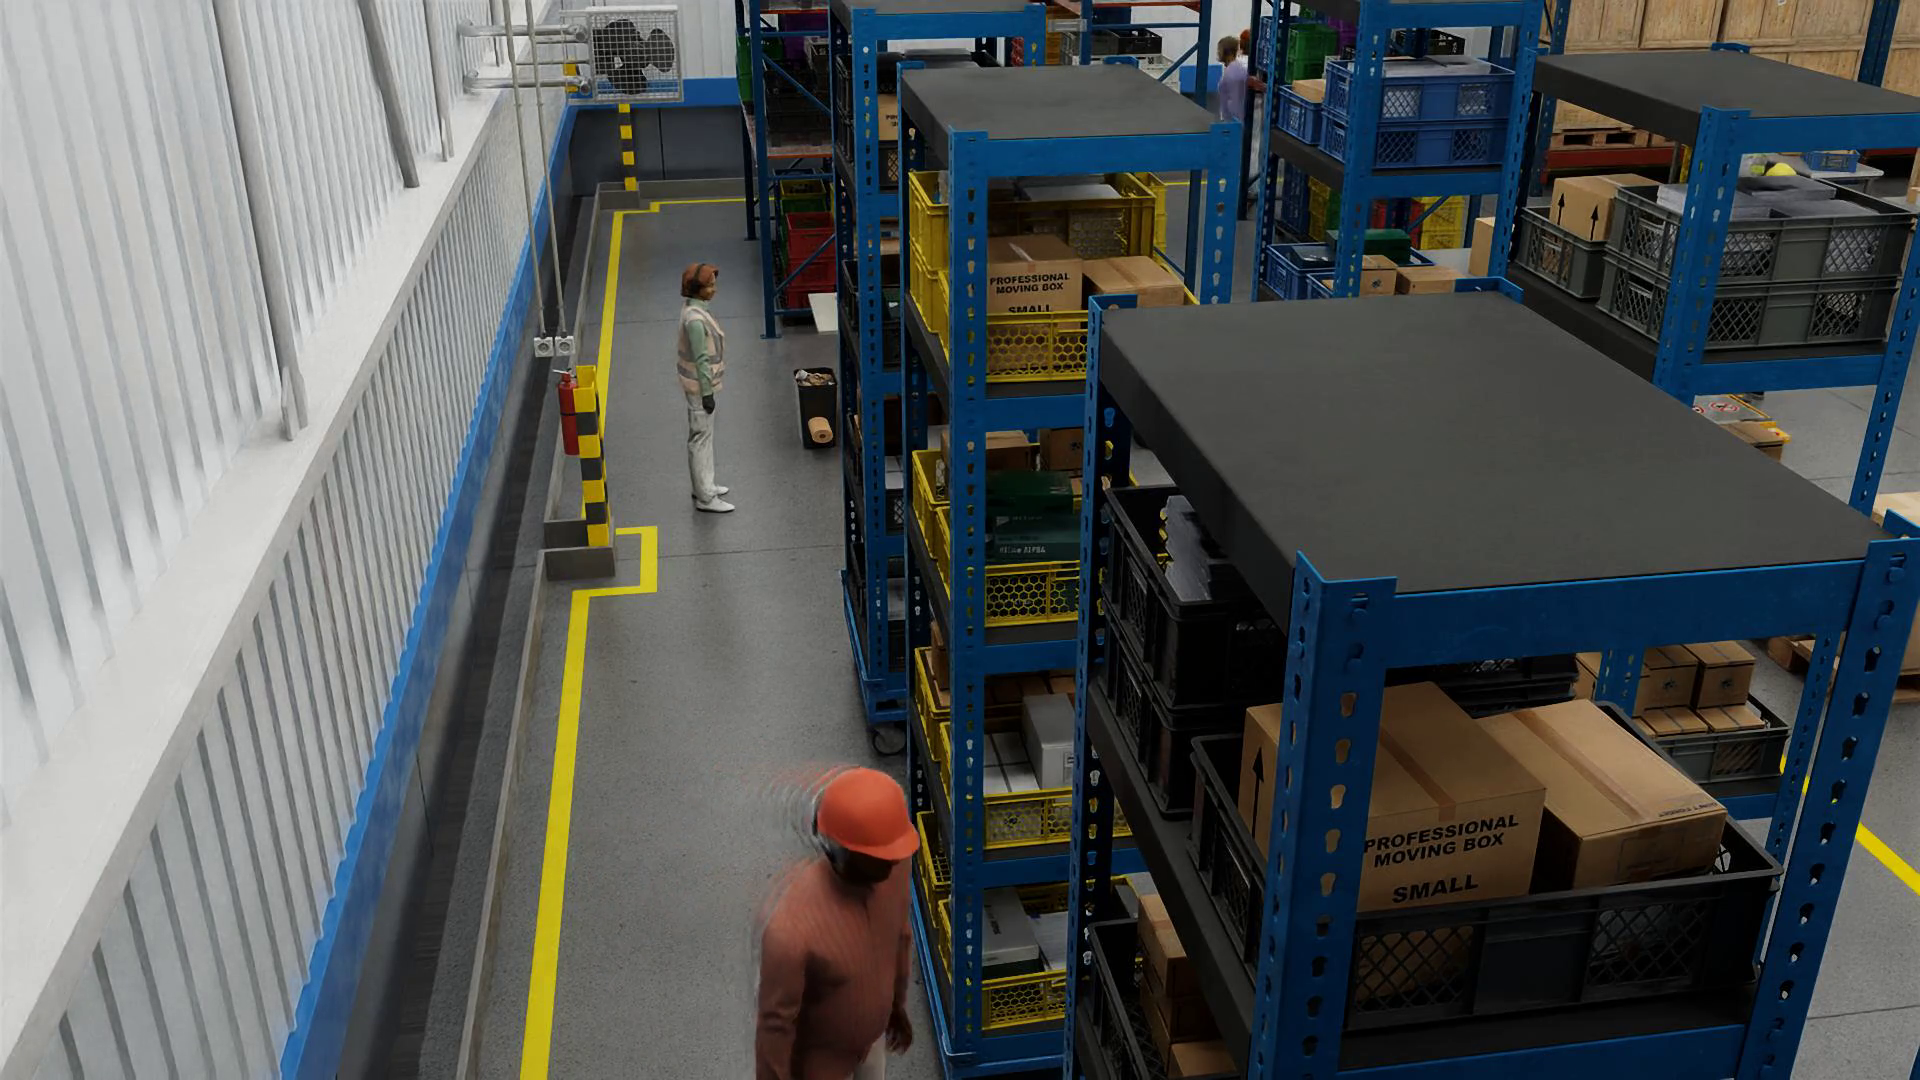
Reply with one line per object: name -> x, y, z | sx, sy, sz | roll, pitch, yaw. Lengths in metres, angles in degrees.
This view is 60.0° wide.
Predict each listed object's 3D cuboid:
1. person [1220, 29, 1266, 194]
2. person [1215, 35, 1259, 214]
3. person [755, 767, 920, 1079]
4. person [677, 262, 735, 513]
person -> 3.208, -4.775, 18.730 | 0.573, 1.884, 0.359 | 10, 26, 20
person -> 2.998, -4.481, 18.067 | 0.568, 1.914, 0.676 | 5, 25, 11
person -> -0.379, 1.501, 4.994 | 0.603, 1.969, 0.628 | 14, 28, 27
person -> -1.669, -0.993, 10.797 | 0.311, 1.639, 0.513 | -5, 25, -11
